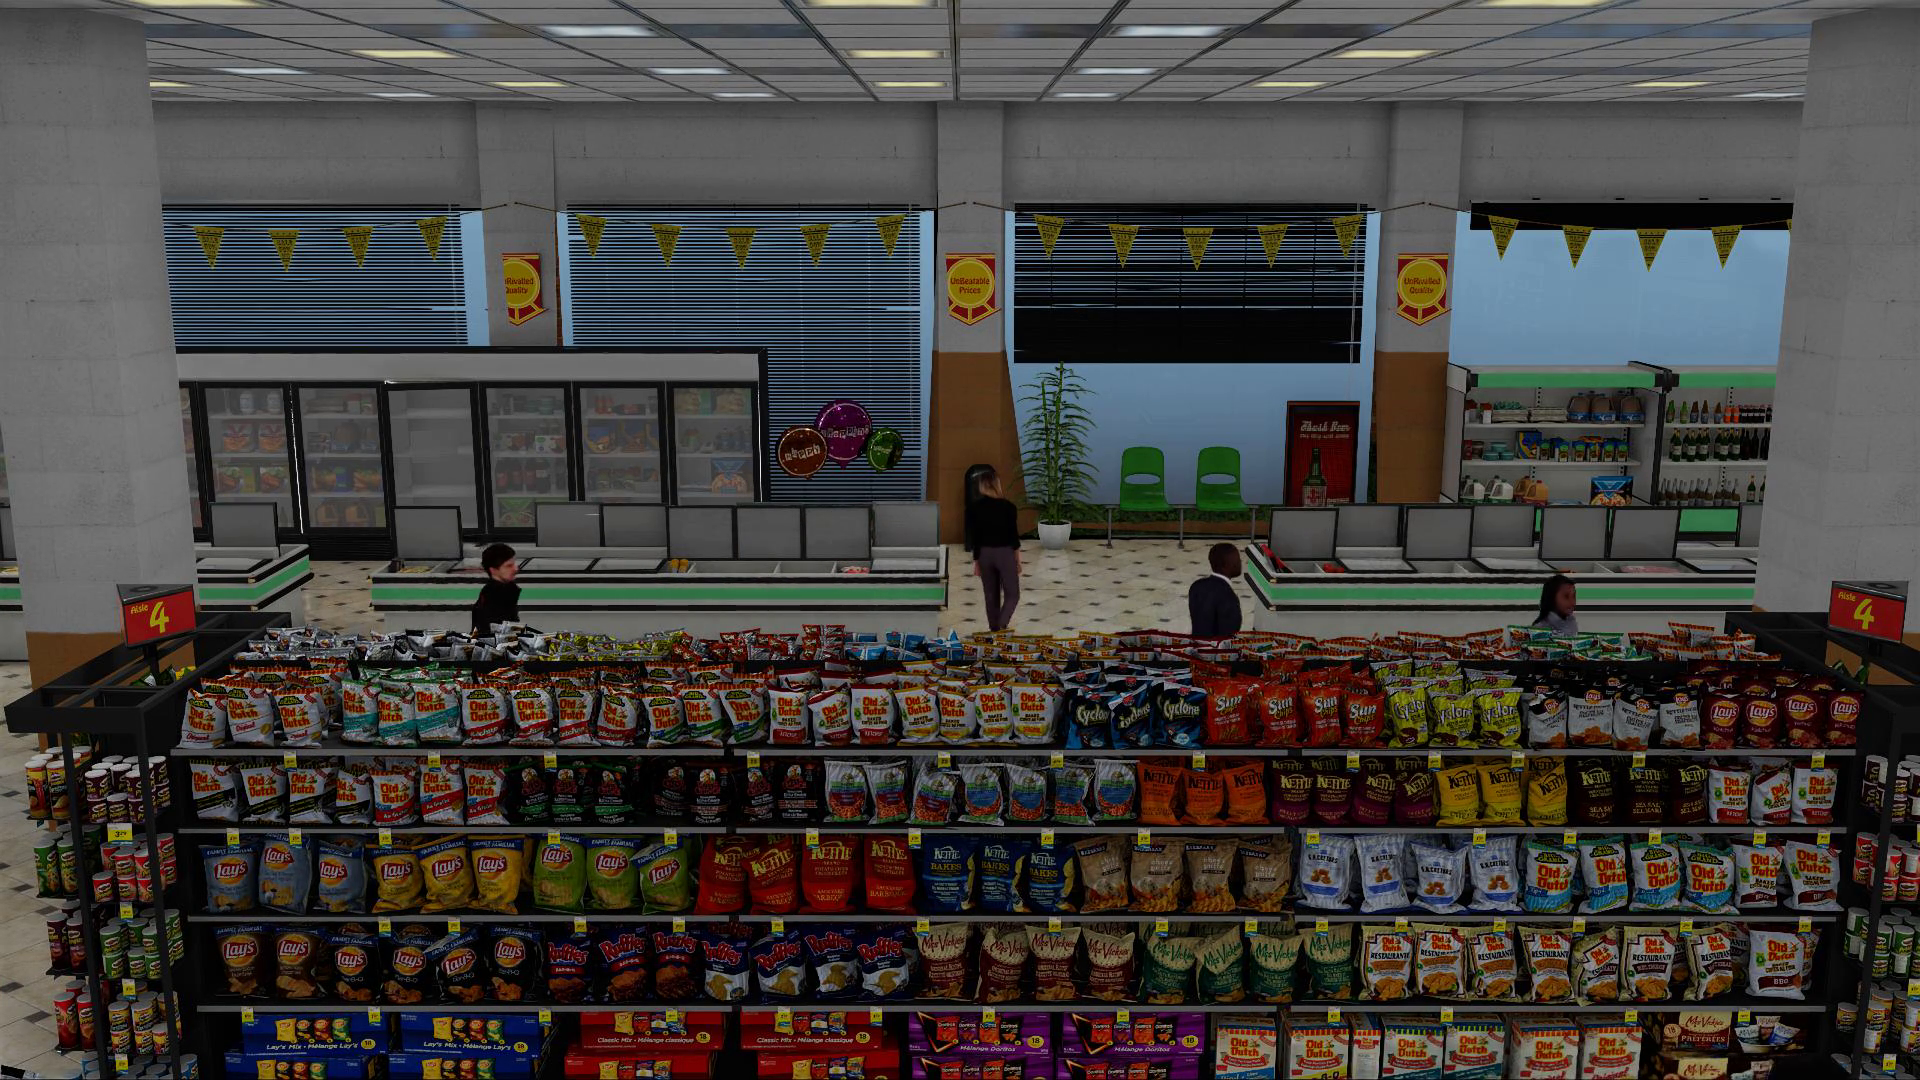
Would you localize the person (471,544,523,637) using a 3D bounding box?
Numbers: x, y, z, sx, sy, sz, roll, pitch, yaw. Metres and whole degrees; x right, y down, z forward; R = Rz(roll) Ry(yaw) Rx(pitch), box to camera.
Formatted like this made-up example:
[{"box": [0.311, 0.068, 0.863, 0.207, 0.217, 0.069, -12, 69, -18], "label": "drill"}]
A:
[{"box": [-3.111, 0.916, 10.841, 1.065, 1.809, 0.924, -4, 13, -18], "label": "person"}]

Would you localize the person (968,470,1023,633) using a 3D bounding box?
[{"box": [0.289, 0.246, 14.414, 0.768, 1.648, 0.788, 4, 12, 17], "label": "person"}]

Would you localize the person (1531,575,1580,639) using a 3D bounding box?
[{"box": [3.664, 1.044, 10.467, 0.716, 1.712, 0.799, -7, 14, -31], "label": "person"}]

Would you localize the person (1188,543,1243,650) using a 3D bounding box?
[{"box": [1.591, 0.929, 10.866, 1.286, 1.773, 0.991, -4, 13, -20], "label": "person"}]
